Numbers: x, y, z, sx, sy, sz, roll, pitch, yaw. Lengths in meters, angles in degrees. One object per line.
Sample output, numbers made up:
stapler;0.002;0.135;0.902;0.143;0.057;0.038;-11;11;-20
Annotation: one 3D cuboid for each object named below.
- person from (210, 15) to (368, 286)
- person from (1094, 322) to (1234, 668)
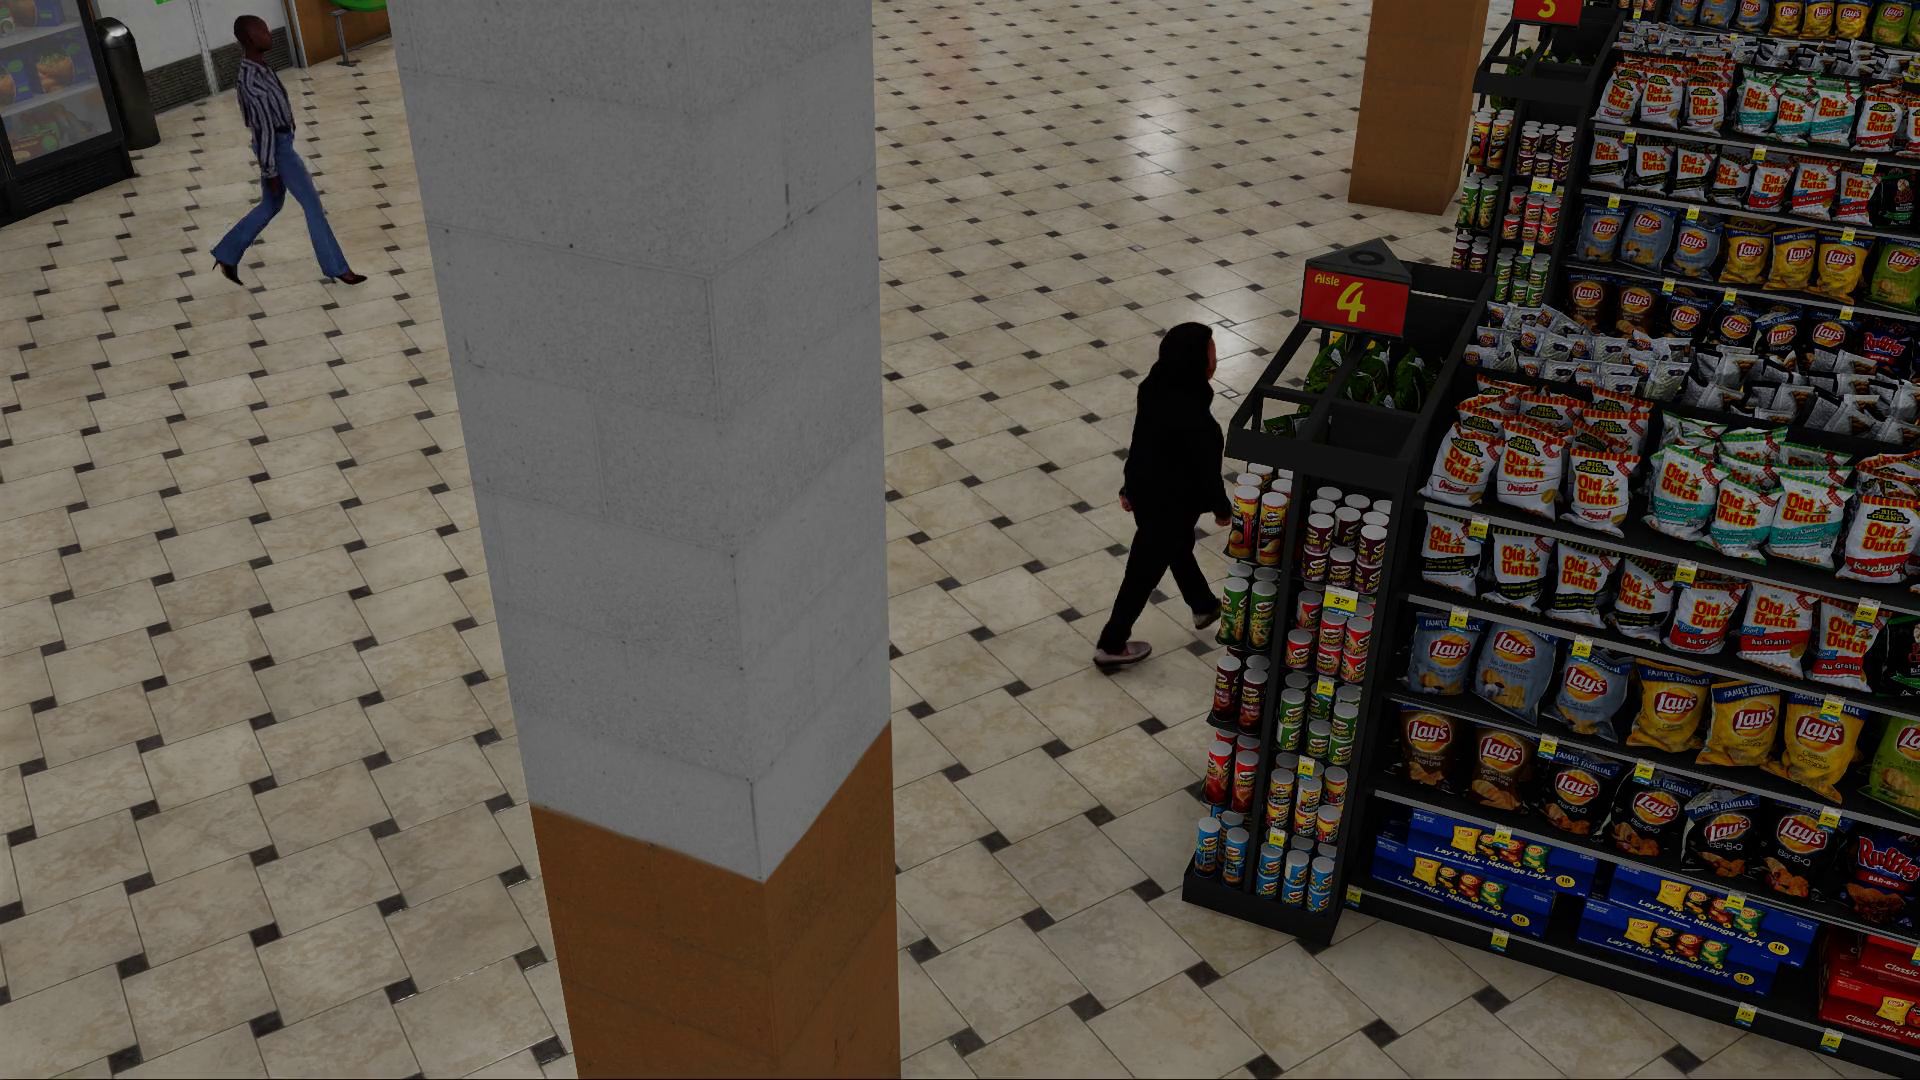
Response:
person;-4.383;-2.358;10.422;1.200;1.757;1.129;-11;33;-17
person;0.786;-0.127;7.004;1.086;1.578;1.003;-9;33;-15
